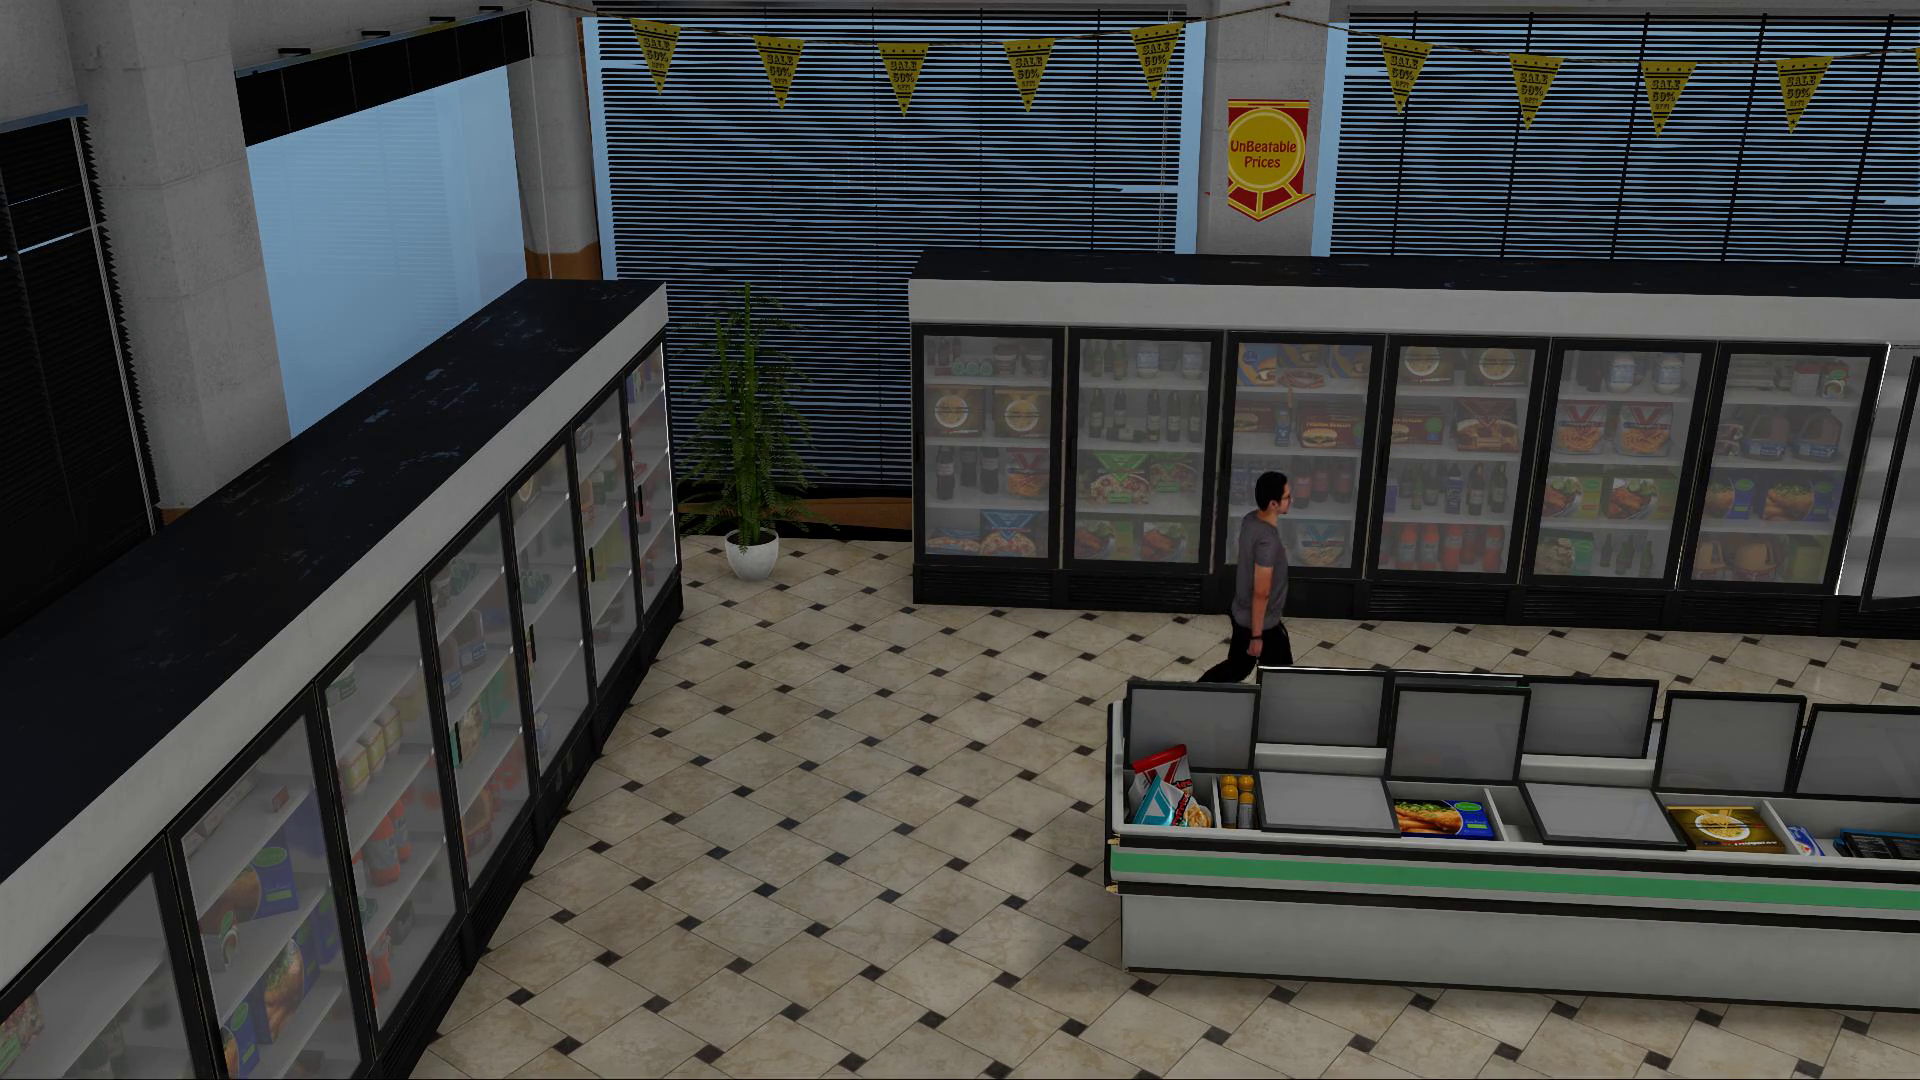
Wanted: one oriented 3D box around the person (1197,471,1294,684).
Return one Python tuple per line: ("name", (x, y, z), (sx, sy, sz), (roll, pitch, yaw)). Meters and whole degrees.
("person", (1.563, 0.456, 9.238), (1.157, 1.724, 0.780), (-3, 22, -7))
